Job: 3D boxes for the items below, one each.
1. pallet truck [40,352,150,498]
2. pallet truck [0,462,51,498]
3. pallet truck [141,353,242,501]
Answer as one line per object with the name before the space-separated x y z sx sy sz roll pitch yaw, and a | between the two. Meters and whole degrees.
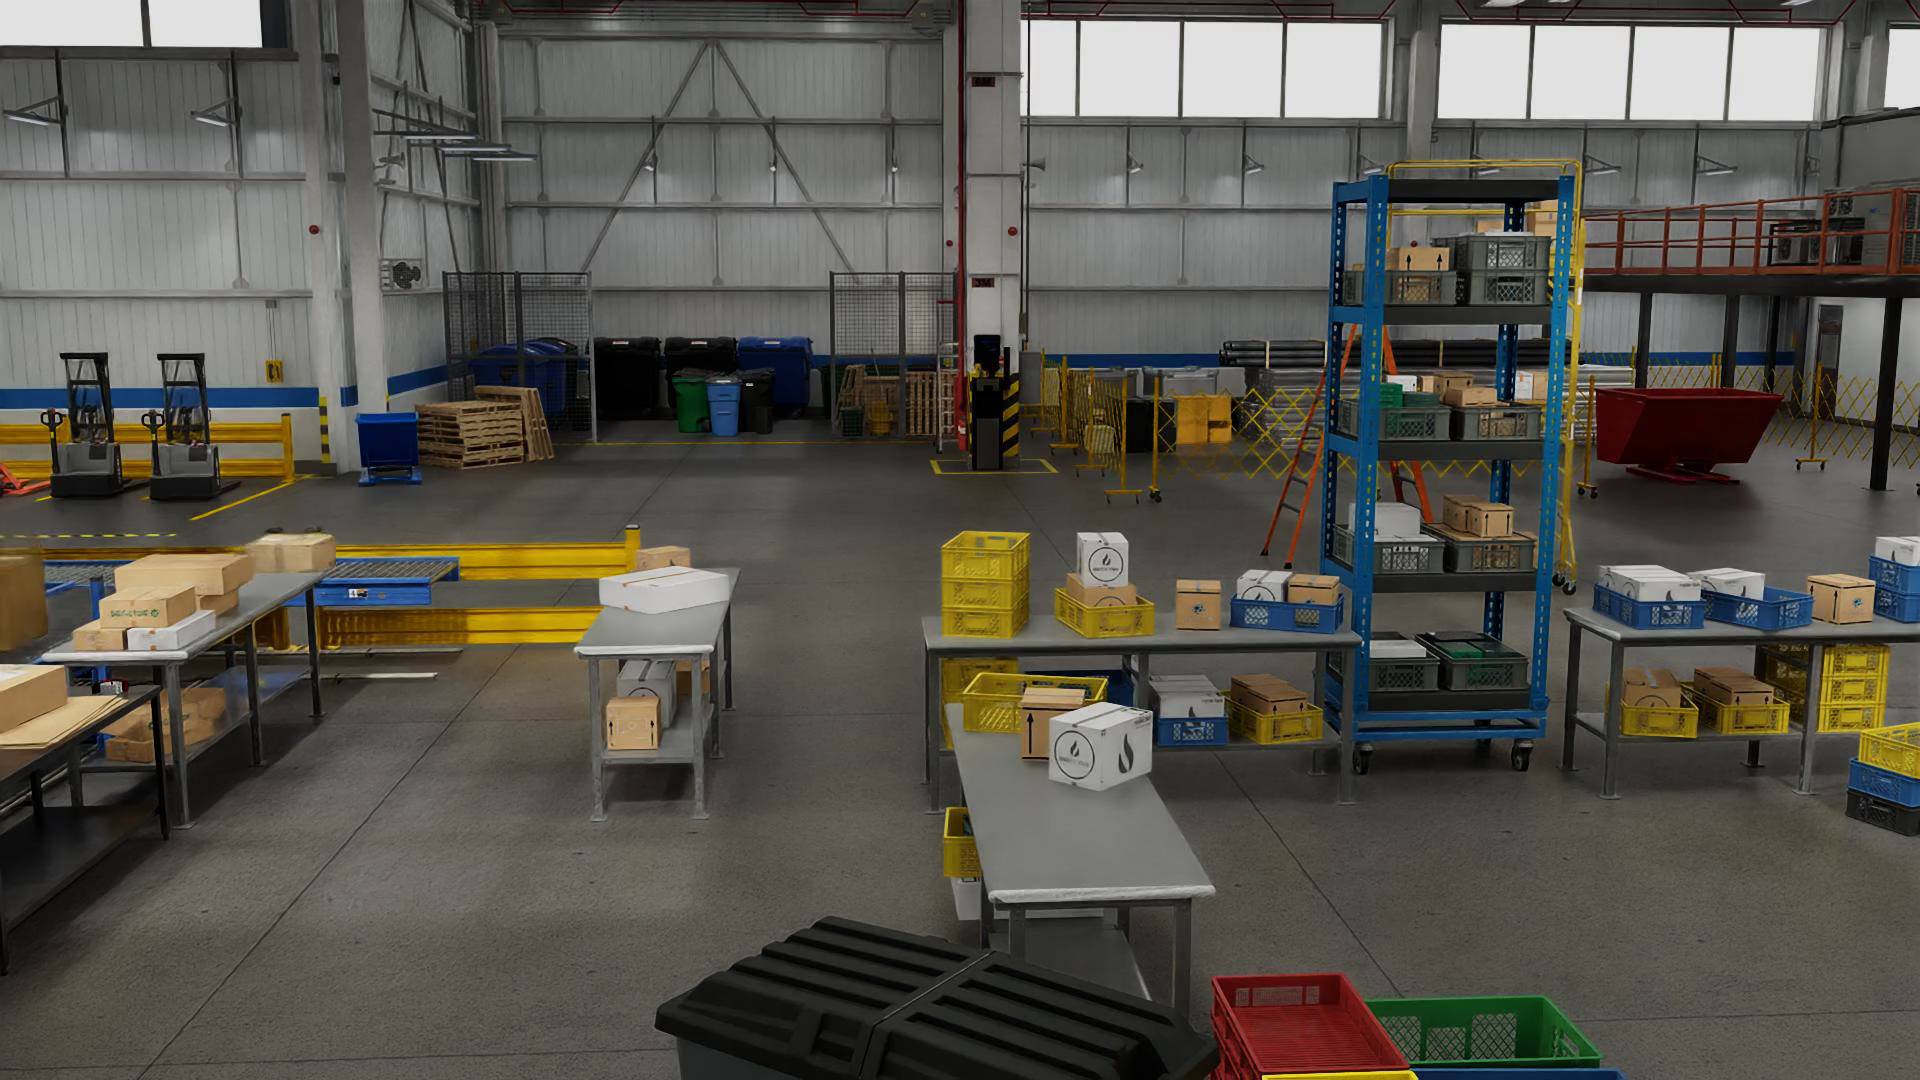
pallet truck | -11.907 -1.642 23.165 0.823 1.965 1.885 0 9 0
pallet truck | -13.193 -1.293 23.148 0.653 1.274 1.630 -1 9 -4
pallet truck | -10.520 -1.604 22.925 0.823 1.965 1.885 -1 9 -6
